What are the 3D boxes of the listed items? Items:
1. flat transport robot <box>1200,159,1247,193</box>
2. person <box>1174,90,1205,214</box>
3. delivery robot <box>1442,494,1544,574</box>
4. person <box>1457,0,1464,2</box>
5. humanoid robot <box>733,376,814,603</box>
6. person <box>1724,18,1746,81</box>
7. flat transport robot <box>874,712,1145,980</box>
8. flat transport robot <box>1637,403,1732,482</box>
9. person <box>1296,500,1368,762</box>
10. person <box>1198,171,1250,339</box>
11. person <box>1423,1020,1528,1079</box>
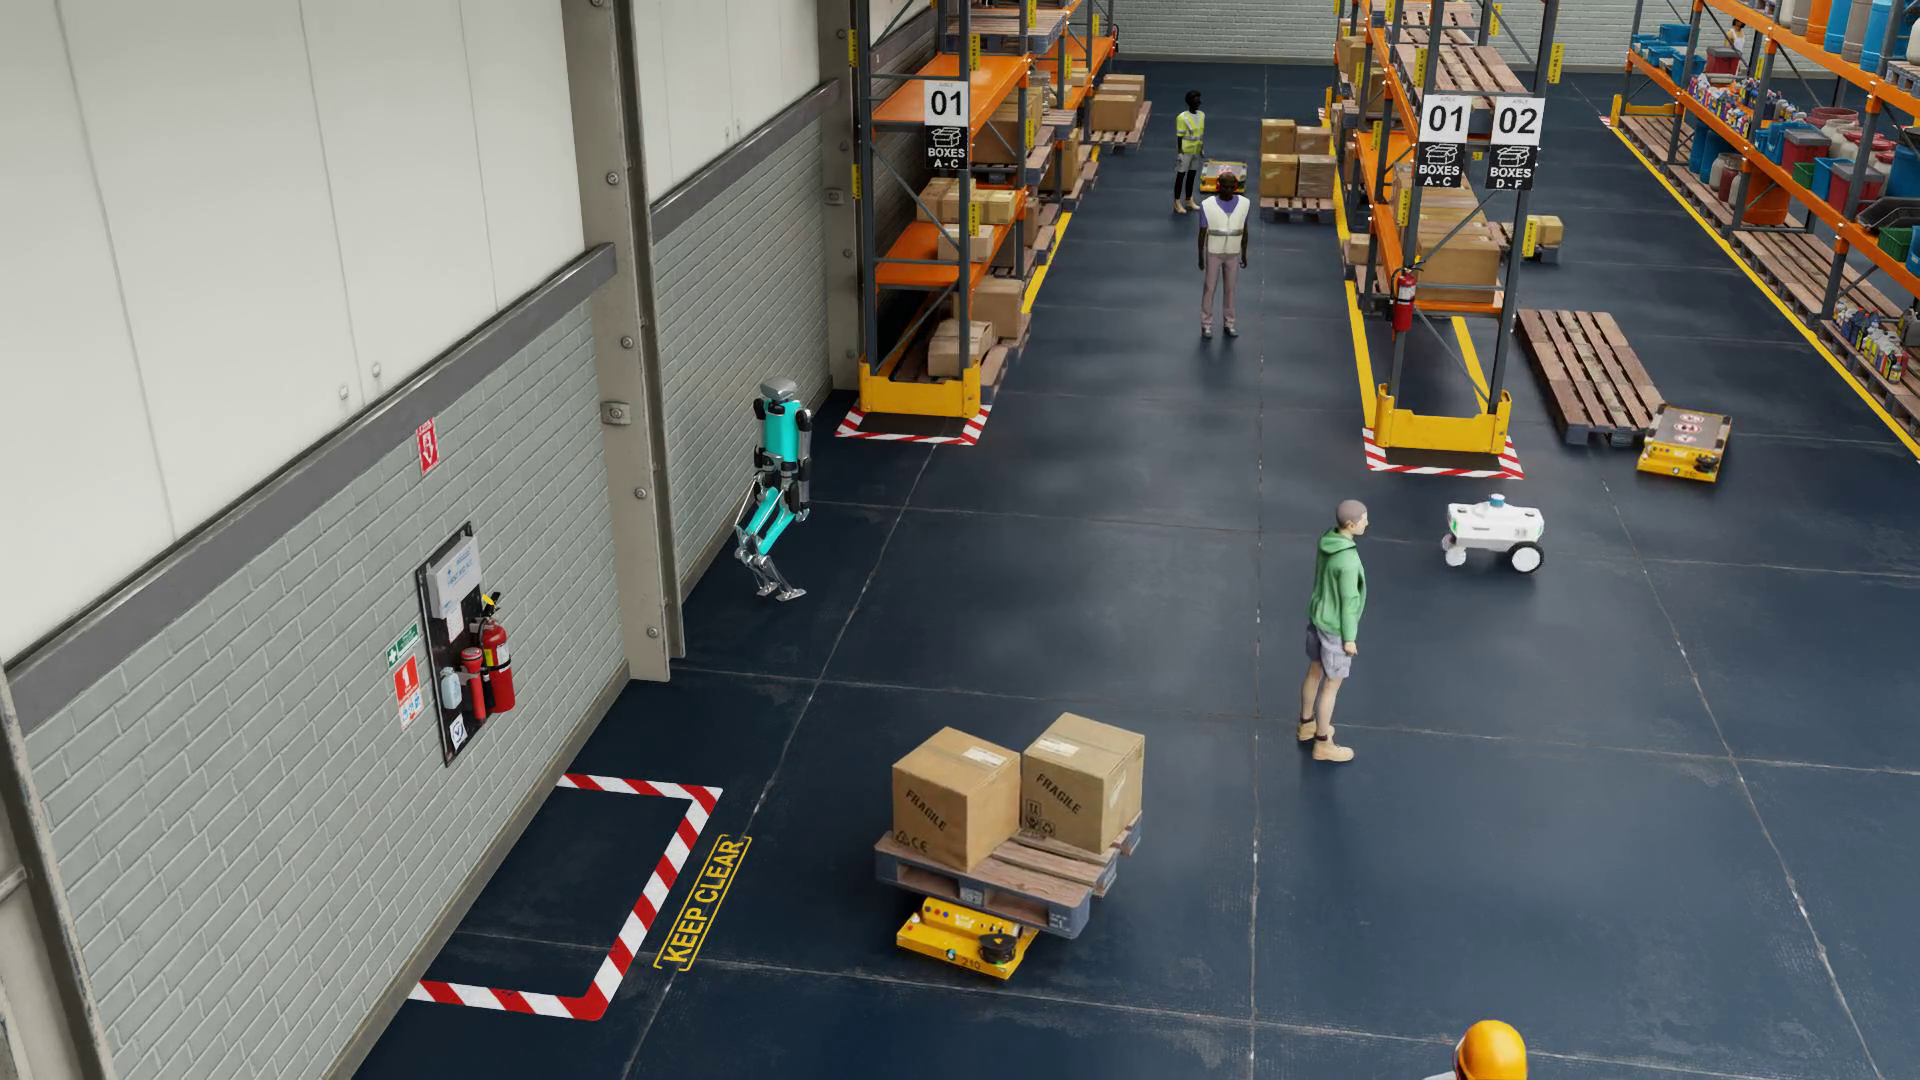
[{"bbox_3d":[3.982,-5.480,25.086,0.659,0.231,1.431,4,25,9],"label":"flat transport robot"},{"bbox_3d":[3.225,-5.448,23.328,0.532,1.697,0.320,-20,32,-36],"label":"person"},{"bbox_3d":[4.241,-0.062,13.172,0.813,0.610,0.499,3,25,7],"label":"delivery robot"},{"bbox_3d":[9.405,-9.358,31.622,0.524,1.765,0.326,5,25,10],"label":"person"},{"bbox_3d":[-1.428,-0.317,12.144,0.533,1.677,0.735,18,31,34],"label":"humanoid robot"},{"bbox_3d":[13.669,-8.395,29.445,0.504,1.861,0.383,-16,29,-30],"label":"person"},{"bbox_3d":[0.261,1.888,9.316,0.659,0.231,1.431,12,27,23],"label":"flat transport robot"},{"bbox_3d":[6.676,-0.904,15.292,0.659,0.231,1.431,13,28,25],"label":"flat transport robot"},{"bbox_3d":[2.335,0.554,10.431,0.317,1.741,0.482,-4,25,-9],"label":"person"},{"bbox_3d":[2.863,-3.121,18.193,0.557,1.836,0.395,-5,25,-10],"label":"person"},{"bbox_3d":[1.827,2.504,6.091,0.573,1.888,0.394,7,26,15],"label":"person"}]
